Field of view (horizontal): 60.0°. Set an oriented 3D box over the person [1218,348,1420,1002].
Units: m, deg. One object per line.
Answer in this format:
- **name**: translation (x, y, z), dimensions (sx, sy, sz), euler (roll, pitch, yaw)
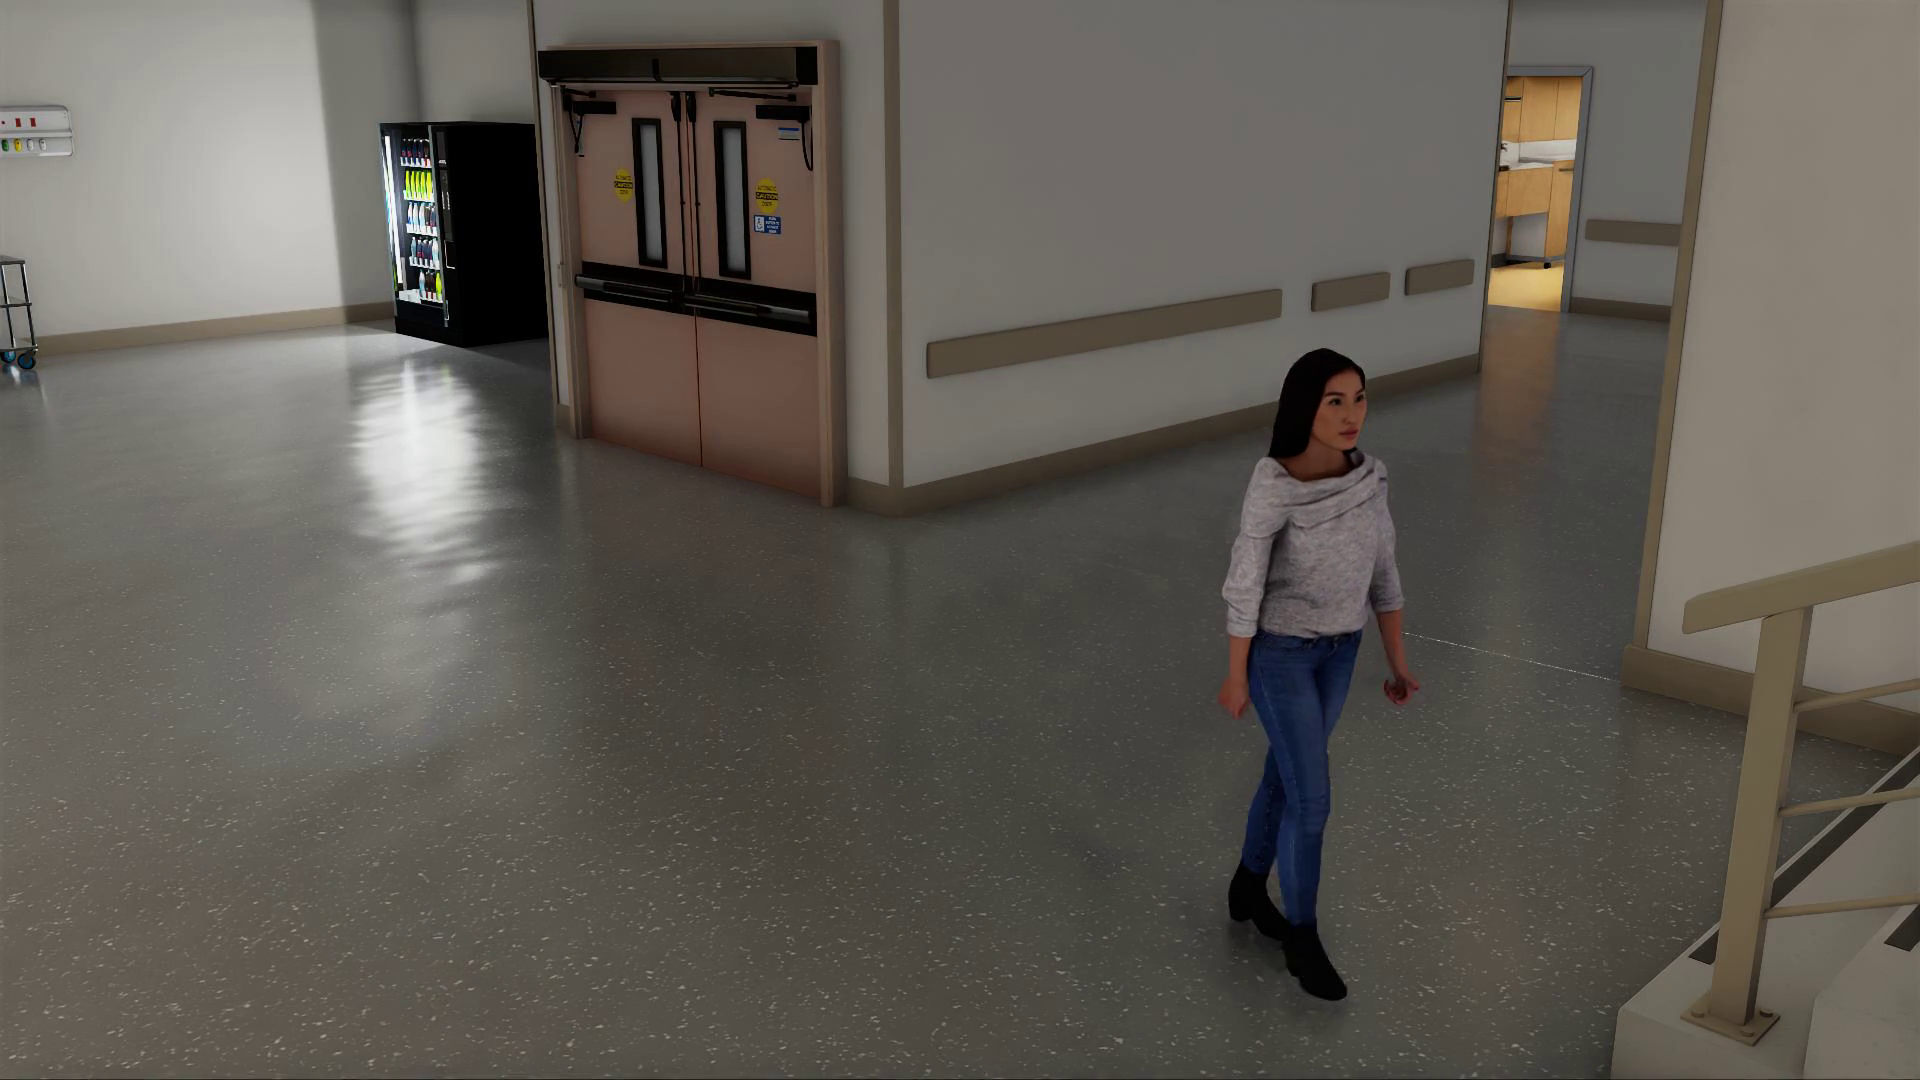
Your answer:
- **person**: translation (0.822, 0.303, 4.287), dimensions (0.681, 1.613, 0.821), euler (-11, 19, -34)
